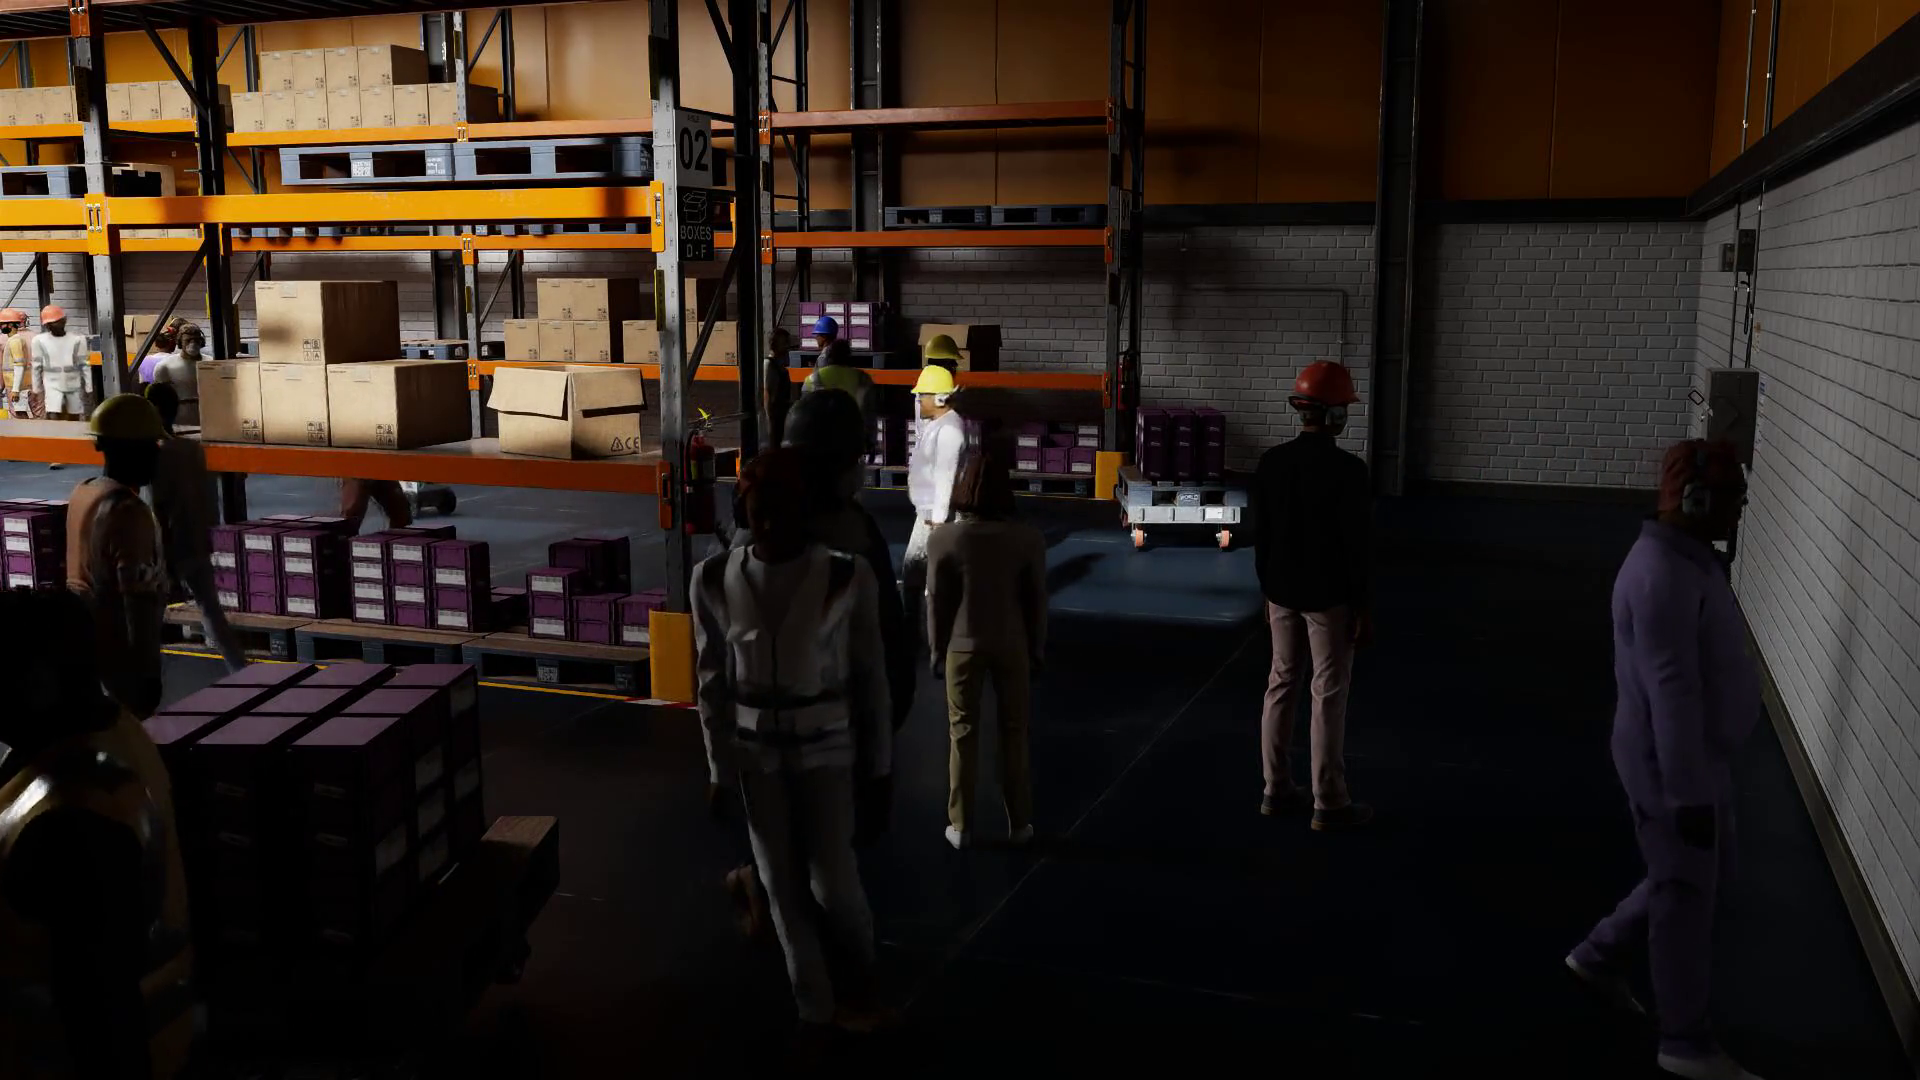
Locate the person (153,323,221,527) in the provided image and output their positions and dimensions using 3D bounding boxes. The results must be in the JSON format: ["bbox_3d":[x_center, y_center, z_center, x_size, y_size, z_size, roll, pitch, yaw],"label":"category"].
[{"bbox_3d":[-6.757,-0.945,14.714,0.629,1.939,0.372,-8,12,-41],"label":"person"}]

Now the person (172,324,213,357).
[{"bbox_3d":[-7.916,-1.295,17.208,0.649,1.869,0.931,-8,12,-43],"label":"person"}]

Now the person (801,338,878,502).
[{"bbox_3d":[-1.033,-0.795,14.136,0.664,1.820,0.434,-1,9,-8],"label":"person"}]

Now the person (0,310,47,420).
[{"bbox_3d":[-12.196,-2.039,21.681,0.652,1.906,0.403,-6,11,-34],"label":"person"}]

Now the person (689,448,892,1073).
[{"bbox_3d":[-0.494,0.641,4.999,0.583,1.860,0.475,2,9,10],"label":"person"}]

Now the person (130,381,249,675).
[{"bbox_3d":[-4.084,0.092,8.602,0.984,1.812,0.512,2,9,13],"label":"person"}]

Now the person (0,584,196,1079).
[{"bbox_3d":[-1.584,0.959,3.157,0.849,1.817,0.618,-4,10,-22],"label":"person"}]

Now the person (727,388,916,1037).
[{"bbox_3d":[-0.483,0.507,5.275,0.730,2.000,0.695,5,10,29],"label":"person"}]

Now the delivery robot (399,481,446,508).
[{"bbox_3d":[-5.387,-0.562,16.344,0.707,0.478,0.477,6,11,35],"label":"delivery robot"}]

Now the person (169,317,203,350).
[{"bbox_3d":[-9.113,-1.682,19.551,0.330,1.874,0.518,7,12,39],"label":"person"}]

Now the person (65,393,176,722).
[{"bbox_3d":[-3.166,0.401,6.348,0.582,1.916,0.421,9,13,44],"label":"person"}]

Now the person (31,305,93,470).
[{"bbox_3d":[-10.960,-1.858,20.323,0.636,1.995,0.754,-6,11,-33],"label":"person"}]

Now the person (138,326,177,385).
[{"bbox_3d":[-7.952,-1.221,16.728,0.563,1.847,0.389,1,9,8],"label":"person"}]

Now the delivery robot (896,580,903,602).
[{"bbox_3d":[-0.706,0.345,10.636,0.707,0.478,0.477,6,11,37],"label":"delivery robot"}]

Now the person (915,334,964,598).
[{"bbox_3d":[-0.146,-0.535,12.171,0.363,1.928,0.587,1,9,8],"label":"person"}]

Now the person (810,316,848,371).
[{"bbox_3d":[-1.305,-1.258,16.658,0.399,1.942,0.615,2,9,14],"label":"person"}]

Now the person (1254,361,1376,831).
[{"bbox_3d":[1.522,0.238,7.110,0.380,1.995,0.611,-7,11,-38],"label":"person"}]

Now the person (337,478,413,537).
[{"bbox_3d":[-4.279,-0.537,12.356,0.898,1.863,0.667,-1,9,-3],"label":"person"}]

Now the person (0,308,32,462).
[{"bbox_3d":[-11.956,-1.955,21.055,0.361,1.938,0.545,-5,10,-28],"label":"person"}]

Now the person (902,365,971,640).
[{"bbox_3d":[-0.063,-0.218,10.611,0.880,1.801,0.598,-2,9,-11],"label":"person"}]

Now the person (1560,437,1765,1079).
[{"bbox_3d":[2.114,0.645,4.855,0.516,1.901,0.671,5,10,28],"label":"person"}]

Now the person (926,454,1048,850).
[{"bbox_3d":[0.110,0.463,6.822,0.499,1.633,0.286,0,9,-1],"label":"person"}]

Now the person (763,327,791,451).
[{"bbox_3d":[-1.825,-1.180,16.488,0.324,1.842,0.514,1,9,9],"label":"person"}]
